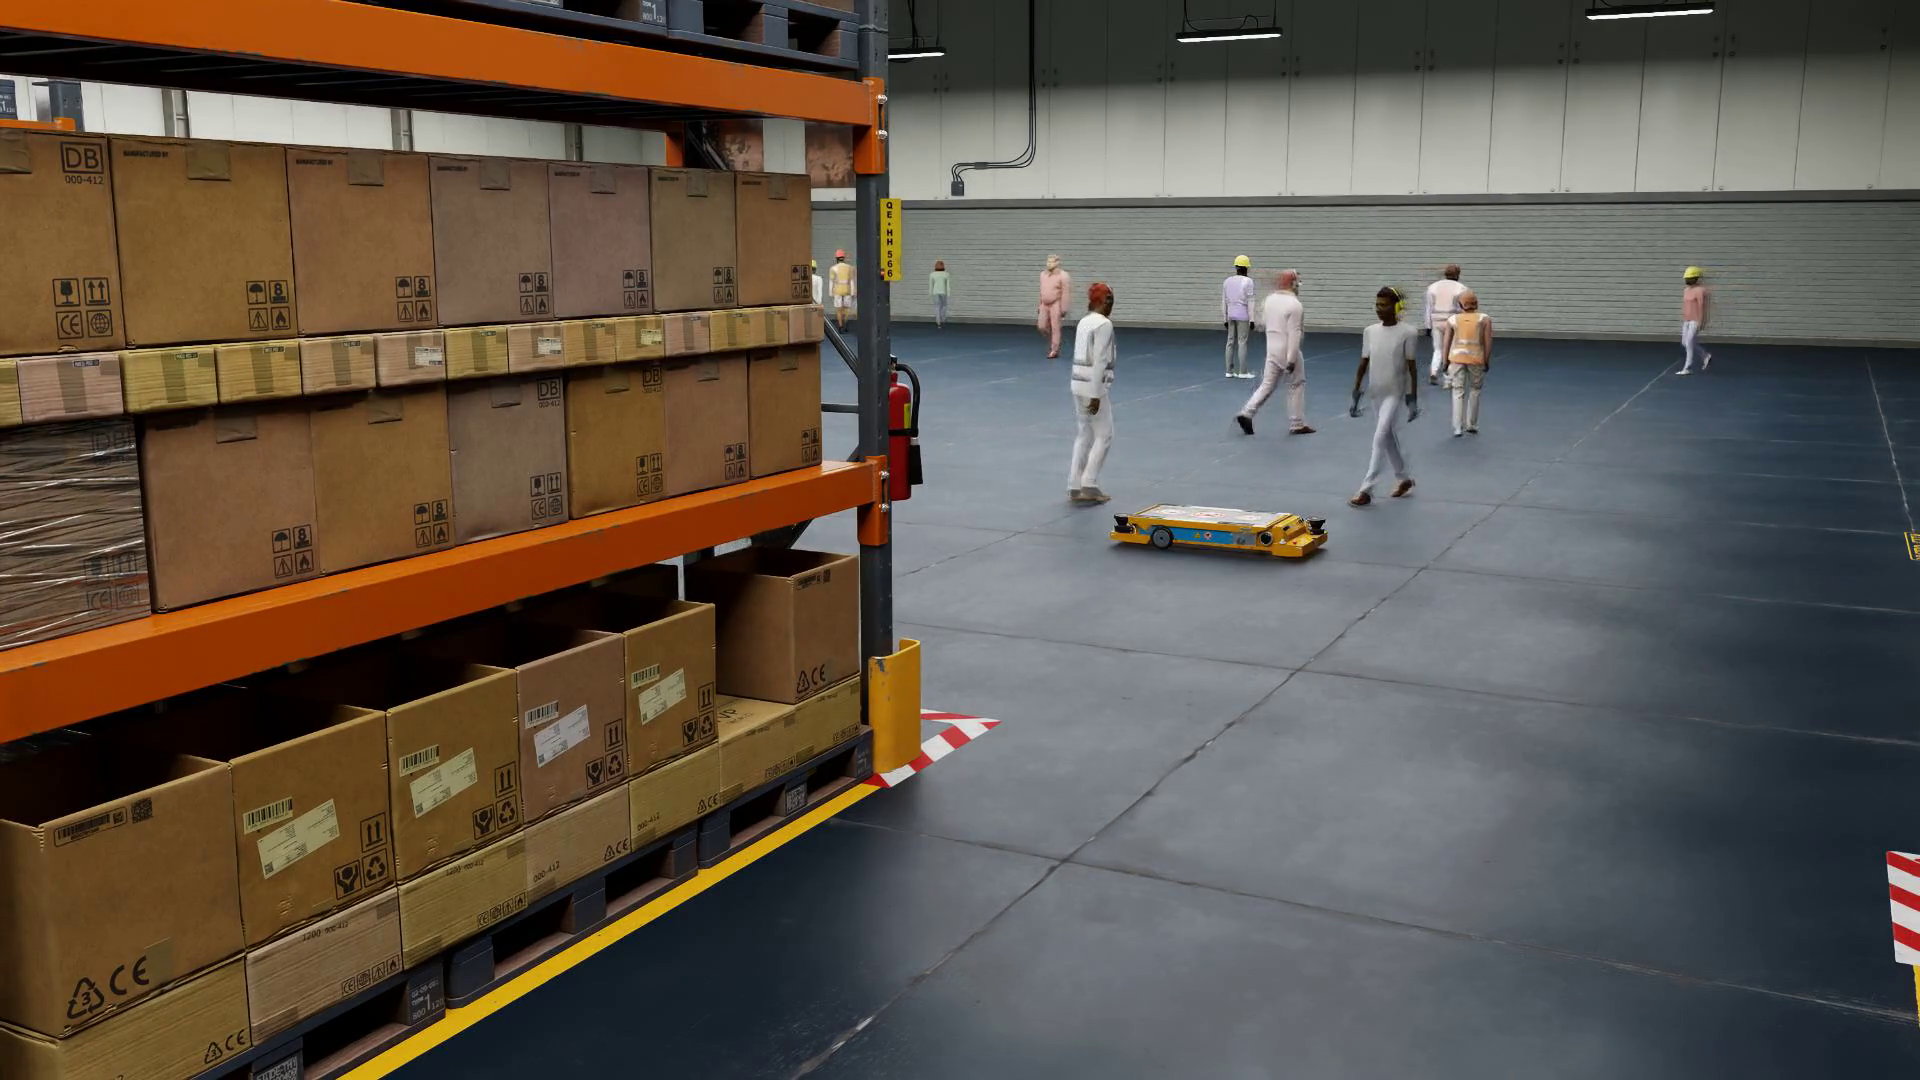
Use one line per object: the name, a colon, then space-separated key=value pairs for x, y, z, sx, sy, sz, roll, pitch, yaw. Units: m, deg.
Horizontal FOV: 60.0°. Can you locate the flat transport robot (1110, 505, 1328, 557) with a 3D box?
flat transport robot: x=1.871 y=-0.084 z=12.032 sx=1.431 sy=0.197 sz=0.652 roll=5 pitch=12 yaw=27

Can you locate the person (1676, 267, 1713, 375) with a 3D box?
person: x=11.887 y=-3.533 z=26.825 sx=0.596 sy=1.745 sz=0.529 roll=-1 pitch=10 yaw=-8

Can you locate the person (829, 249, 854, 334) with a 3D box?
person: x=-2.718 y=-5.642 z=37.860 sx=0.563 sy=1.913 sz=0.609 roll=-4 pitch=11 yaw=-19

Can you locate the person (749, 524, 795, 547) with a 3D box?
person: x=-1.033 y=-0.251 z=8.544 sx=0.863 sy=1.891 sz=0.597 roll=8 pitch=13 yaw=38

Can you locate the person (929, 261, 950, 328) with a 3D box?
person: x=-0.504 y=-6.004 z=40.670 sx=0.520 sy=1.593 sz=0.816 roll=-1 pitch=10 yaw=-4

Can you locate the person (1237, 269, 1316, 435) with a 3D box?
person: x=3.594 y=-2.102 z=18.682 sx=0.910 sy=1.876 sz=0.652 roll=-5 pitch=12 yaw=-26

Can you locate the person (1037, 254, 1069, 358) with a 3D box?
person: x=1.674 y=-4.262 z=30.373 sx=0.671 sy=1.893 sz=0.417 roll=9 pitch=14 yaw=39

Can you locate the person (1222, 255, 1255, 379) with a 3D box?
person: x=4.388 y=-3.497 z=26.122 sx=0.377 sy=1.929 sz=0.585 roll=-9 pitch=14 yaw=-41

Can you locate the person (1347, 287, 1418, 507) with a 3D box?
person: x=3.581 y=-1.215 z=14.007 sx=0.992 sy=1.820 sz=0.542 roll=-9 pitch=14 yaw=-41

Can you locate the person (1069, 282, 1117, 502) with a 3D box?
person: x=1.111 y=-1.242 z=14.033 sx=0.459 sy=1.848 sz=0.617 roll=-4 pitch=11 yaw=-20

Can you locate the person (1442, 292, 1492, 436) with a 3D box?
person: x=5.702 y=-1.983 z=18.722 sx=0.535 sy=1.604 sz=0.679 roll=5 pitch=11 yaw=24

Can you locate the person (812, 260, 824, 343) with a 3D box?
person: x=-3.046 y=-4.872 z=34.179 sx=0.535 sy=1.727 sz=0.879 roll=2 pitch=11 yaw=10

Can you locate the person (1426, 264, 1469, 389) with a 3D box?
person: x=7.148 y=-3.119 z=24.337 sx=0.650 sy=1.826 sz=0.442 roll=8 pitch=13 yaw=37
